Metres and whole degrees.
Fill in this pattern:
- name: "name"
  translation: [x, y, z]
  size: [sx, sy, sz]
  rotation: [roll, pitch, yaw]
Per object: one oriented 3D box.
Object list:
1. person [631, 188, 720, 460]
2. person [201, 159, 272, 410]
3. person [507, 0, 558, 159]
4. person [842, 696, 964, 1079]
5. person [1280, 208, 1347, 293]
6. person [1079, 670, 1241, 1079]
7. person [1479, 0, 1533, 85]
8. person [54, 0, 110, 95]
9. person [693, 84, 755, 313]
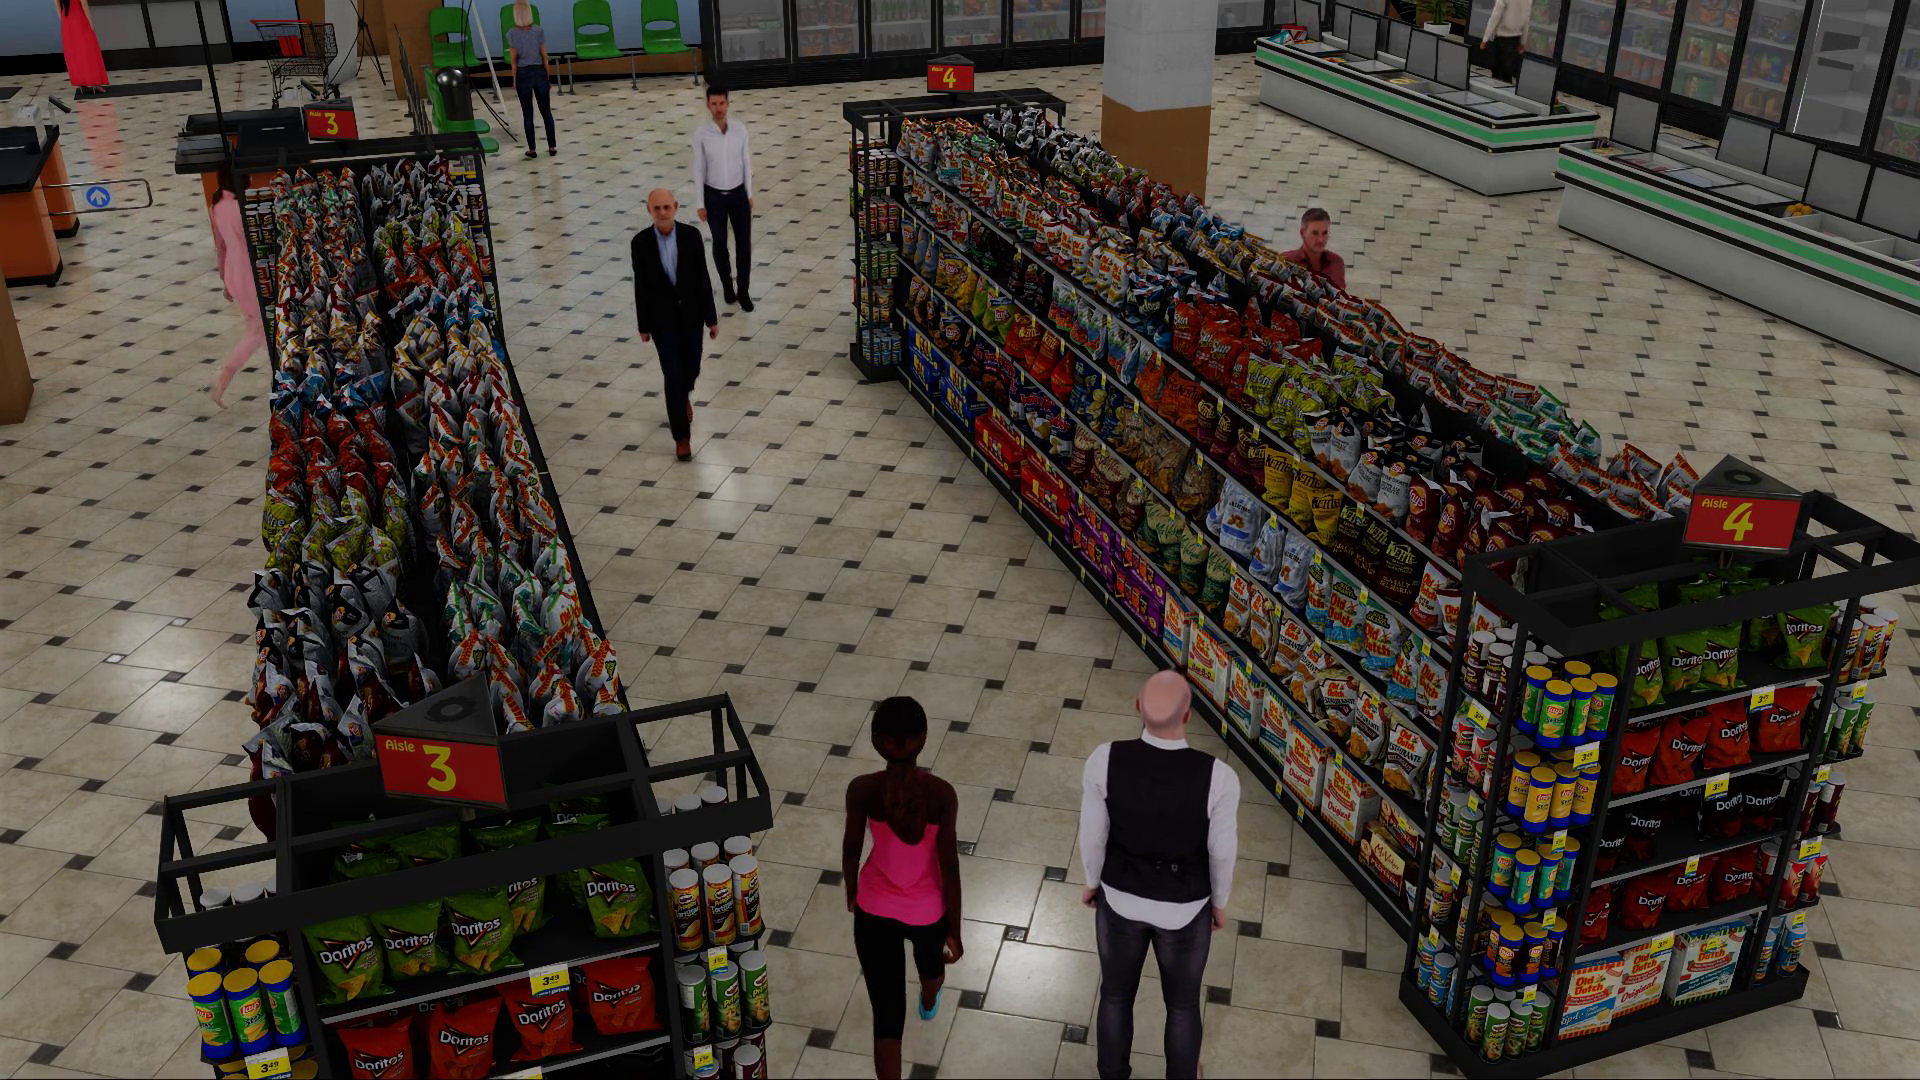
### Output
- name: "person"
  translation: [-1.927, -1.528, 11.299]
  size: [0.691, 1.779, 1.129]
  rotation: [-9, 28, -17]
- name: "person"
  translation: [-5.093, -1.759, 11.774]
  size: [1.129, 1.762, 1.139]
  rotation: [14, 30, 26]
- name: "person"
  translation: [-4.753, -5.125, 18.455]
  size: [0.587, 1.722, 0.513]
  rotation: [-10, 29, -20]
- name: "person"
  translation: [-0.210, 1.370, 5.711]
  size: [0.871, 1.664, 1.199]
  rotation: [1, 27, 2]
- name: "person"
  translation: [2.172, -1.277, 10.758]
  size: [0.742, 1.821, 0.679]
  rotation: [-6, 27, -11]
- name: "person"
  translation: [0.670, 1.254, 5.765]
  size: [0.782, 1.822, 0.794]
  rotation: [6, 28, 12]
- name: "person"
  translation: [6.610, -5.896, 19.914]
  size: [0.789, 1.778, 1.077]
  rotation: [-16, 31, -28]
- name: "person"
  translation: [-11.389, -6.632, 21.424]
  size: [0.706, 1.725, 0.712]
  rotation: [3, 27, 5]
- name: "person"
  translation: [-1.979, -2.902, 13.932]
  size: [0.690, 1.849, 0.872]
  rotation: [-7, 28, -14]
